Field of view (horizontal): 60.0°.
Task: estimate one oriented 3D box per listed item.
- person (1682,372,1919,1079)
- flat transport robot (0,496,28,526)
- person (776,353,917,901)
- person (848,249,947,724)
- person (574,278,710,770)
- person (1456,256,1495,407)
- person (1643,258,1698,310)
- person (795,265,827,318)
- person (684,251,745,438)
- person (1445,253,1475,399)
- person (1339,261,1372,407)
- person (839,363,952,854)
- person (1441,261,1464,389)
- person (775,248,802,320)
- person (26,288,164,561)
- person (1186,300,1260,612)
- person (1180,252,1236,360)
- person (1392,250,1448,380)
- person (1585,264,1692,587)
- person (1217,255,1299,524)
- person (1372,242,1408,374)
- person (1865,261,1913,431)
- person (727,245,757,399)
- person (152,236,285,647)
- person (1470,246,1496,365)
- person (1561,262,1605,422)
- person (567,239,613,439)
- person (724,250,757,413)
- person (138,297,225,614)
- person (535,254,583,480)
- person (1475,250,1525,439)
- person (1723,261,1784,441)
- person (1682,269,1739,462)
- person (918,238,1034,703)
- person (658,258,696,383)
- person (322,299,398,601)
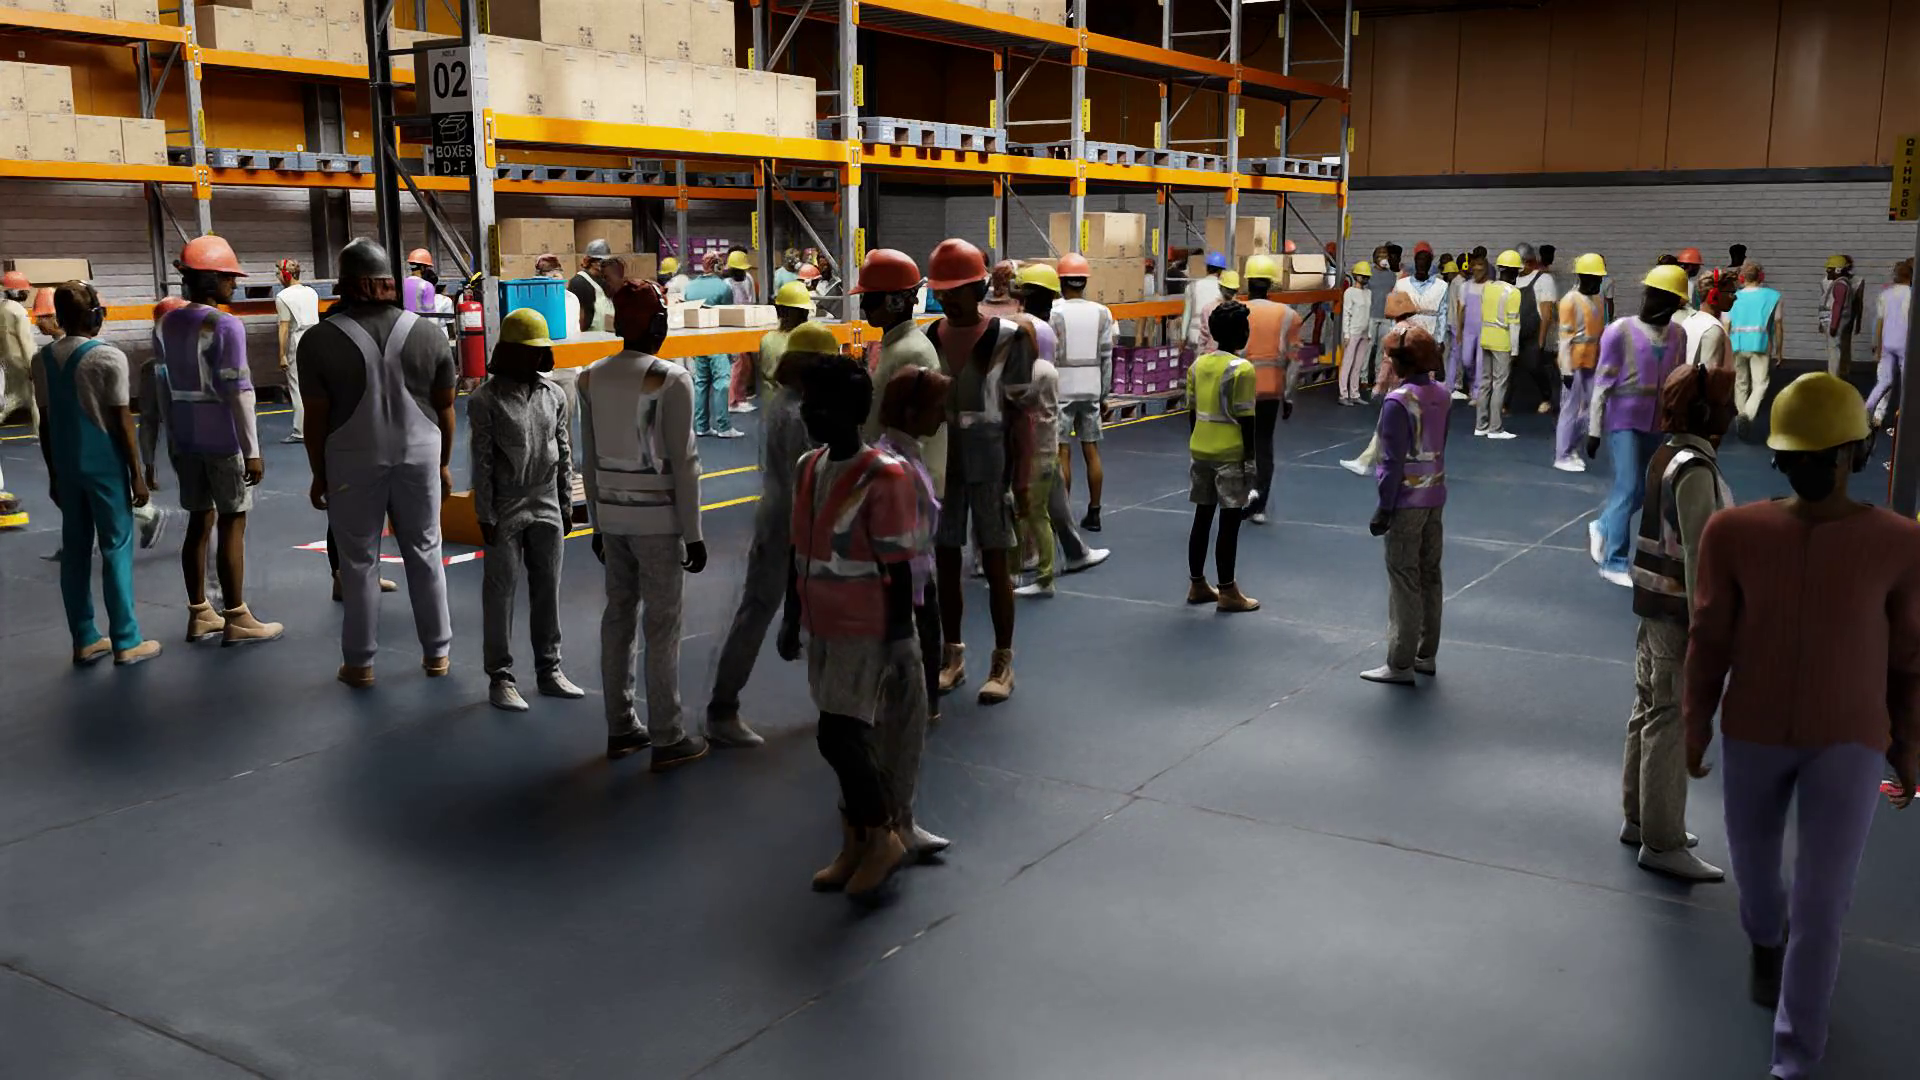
[{"bbox_3d":[2.040,0.446,4.026,0.523,1.734,0.846,7,12,32],"label":"person"},{"bbox_3d":[-7.289,-0.247,11.903,1.431,0.197,0.652,9,14,41],"label":"flat transport robot"},{"bbox_3d":[-0.368,0.272,5.102,0.388,1.678,0.542,-8,13,-36],"label":"person"},{"bbox_3d":[-0.259,-0.218,6.999,0.407,1.986,0.616,-2,10,-9],"label":"person"},{"bbox_3d":[-1.217,-0.058,6.408,0.575,1.880,0.360,7,12,34],"label":"person"},{"bbox_3d":[6.306,-2.533,20.251,0.533,1.822,0.418,6,12,31],"label":"person"},{"bbox_3d":[8.732,-2.599,20.680,0.911,1.801,0.626,-6,12,-29],"label":"person"},{"bbox_3d":[-1.647,-2.148,18.327,0.330,1.751,0.563,2,11,13],"label":"person"},{"bbox_3d":[-2.515,-1.998,17.074,0.641,1.910,0.401,8,13,36],"label":"person"},{"bbox_3d":[6.391,-2.732,21.277,0.324,1.861,0.517,2,10,11],"label":"person"},{"bbox_3d":[4.871,-2.515,20.335,0.533,1.765,0.324,-9,14,-41],"label":"person"},{"bbox_3d":[-0.223,0.212,5.634,0.393,1.620,0.592,0,10,-2],"label":"person"},{"bbox_3d":[6.697,-2.927,22.702,0.337,1.734,0.495,-2,11,-13],"label":"person"},{"bbox_3d":[-2.304,-2.918,22.138,0.413,1.922,0.676,5,12,28],"label":"person"},{"bbox_3d":[-5.496,-0.728,10.519,0.641,1.731,0.576,-6,12,-30],"label":"person"},{"bbox_3d":[1.446,-0.459,9.117,0.316,1.698,0.541,-6,12,-28],"label":"person"},{"bbox_3d":[2.778,-2.291,18.742,0.655,1.903,0.912,6,12,28],"label":"person"},{"bbox_3d":[5.089,-2.252,18.464,0.587,1.913,0.392,3,11,15],"label":"person"},{"bbox_3d":[3.998,-0.702,9.981,0.672,1.893,0.739,-4,11,-19],"label":"person"},{"bbox_3d":[2.103,-1.063,11.859,0.613,1.913,0.414,-1,10,-8],"label":"person"},{"bbox_3d":[6.455,-3.542,25.254,0.699,2.000,0.996,0,10,0],"label":"person"},{"bbox_3d":[9.808,-2.003,17.365,0.676,1.818,0.589,-6,12,-29],"label":"person"},{"bbox_3d":[-2.784,-2.784,21.302,0.372,1.958,0.598,-1,10,-3],"label":"person"},{"bbox_3d":[-3.720,-0.490,8.342,0.615,2.039,0.386,6,12,28],"label":"person"},{"bbox_3d":[8.442,-3.802,27.027,0.629,1.929,0.366,-8,13,-38],"label":"person"},{"bbox_3d":[6.781,-2.155,18.156,0.392,1.836,0.561,-1,10,-3],"label":"person"},{"bbox_3d":[-3.643,-2.040,16.936,0.536,2.000,0.688,4,11,22],"label":"person"},{"bbox_3d":[-2.608,-2.446,19.562,0.438,1.903,0.656,2,11,13],"label":"person"},{"bbox_3d":[-4.158,-0.447,8.991,0.572,1.716,0.777,0,10,2],"label":"person"},{"bbox_3d":[-3.383,-1.413,13.835,0.408,1.908,0.646,9,13,39],"label":"person"},{"bbox_3d":[5.532,-1.987,16.997,0.401,1.919,0.581,-4,11,-19],"label":"person"},{"bbox_3d":[7.947,-1.894,16.744,0.577,1.813,0.768,7,12,35],"label":"person"},{"bbox_3d":[4.615,-0.761,10.384,0.377,1.844,0.570,2,10,9],"label":"person"},{"bbox_3d":[0.021,-0.298,7.319,0.619,2.029,0.410,4,11,21],"label":"person"},{"bbox_3d":[-3.925,-3.071,23.397,0.406,1.785,0.711,5,12,28],"label":"person"},{"bbox_3d":[-3.427,-0.506,9.386,0.318,1.699,0.535,2,10,10],"label":"person"}]
